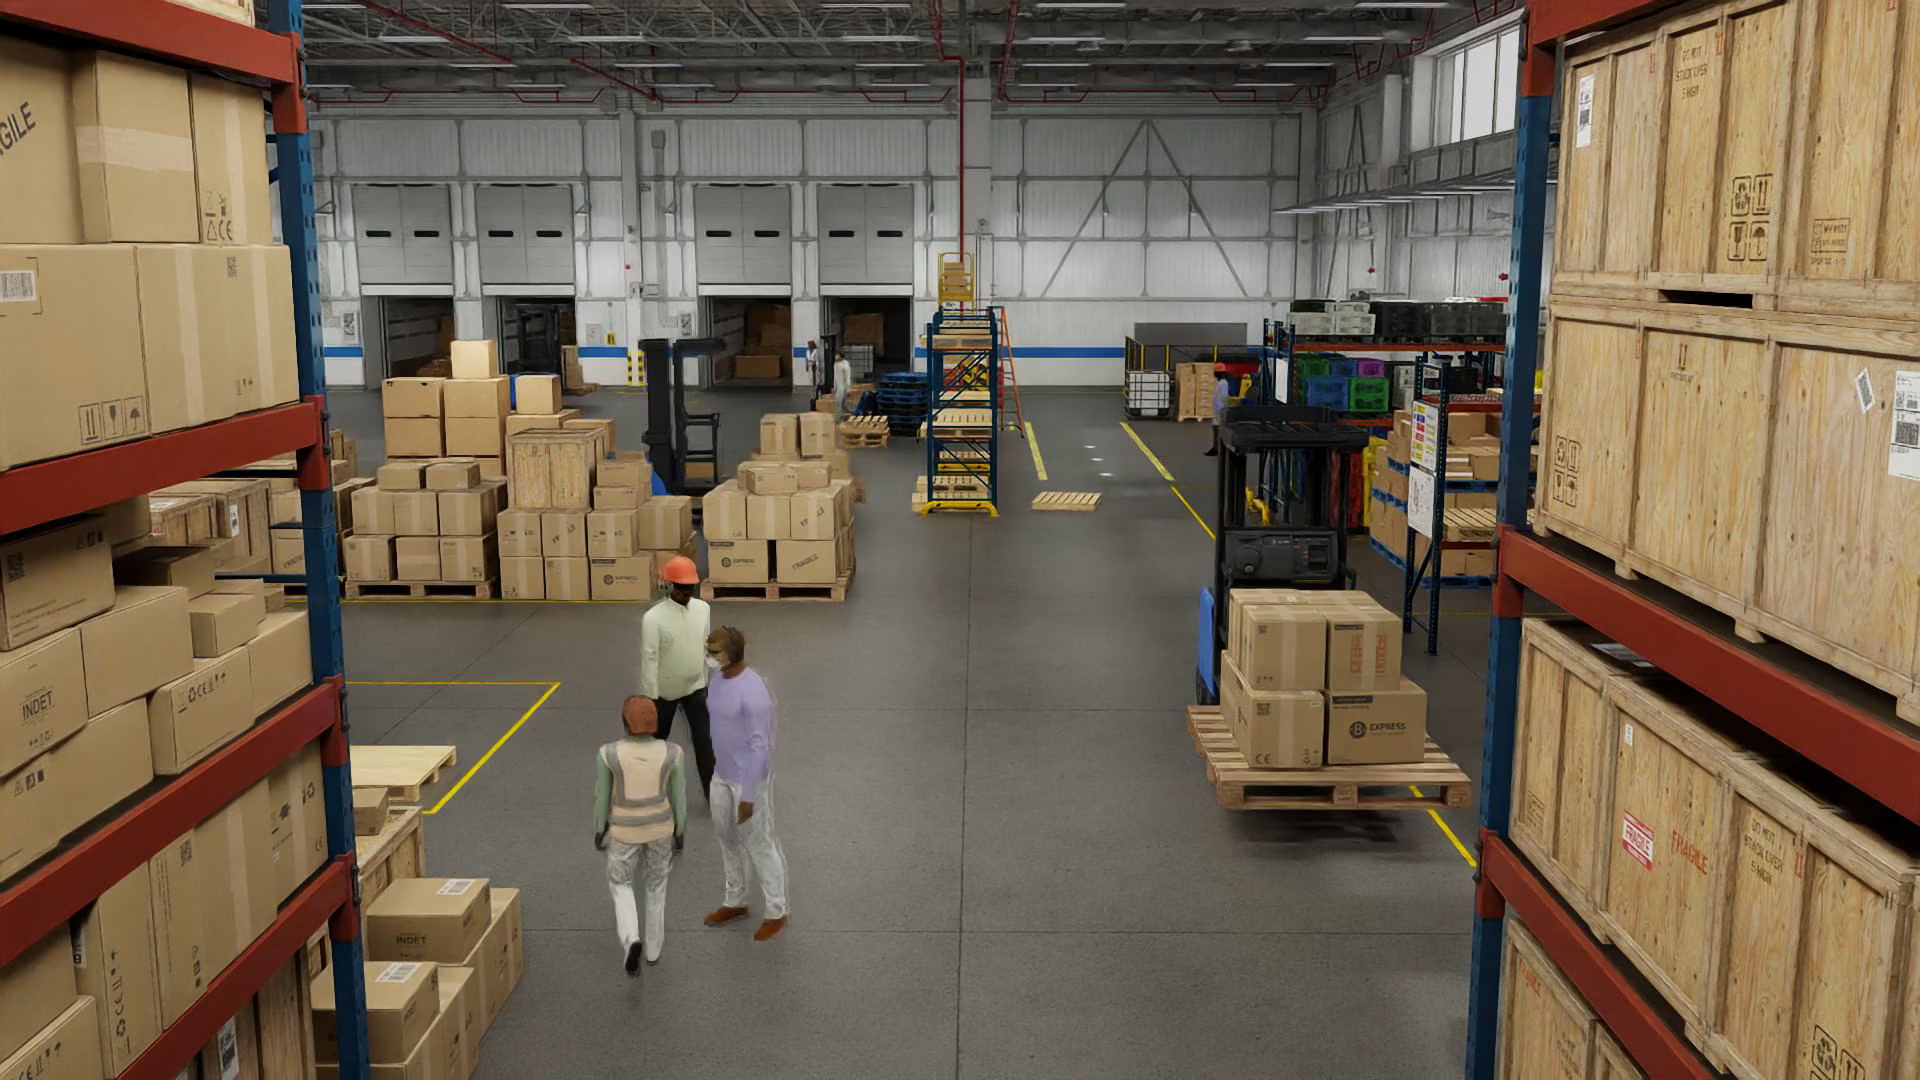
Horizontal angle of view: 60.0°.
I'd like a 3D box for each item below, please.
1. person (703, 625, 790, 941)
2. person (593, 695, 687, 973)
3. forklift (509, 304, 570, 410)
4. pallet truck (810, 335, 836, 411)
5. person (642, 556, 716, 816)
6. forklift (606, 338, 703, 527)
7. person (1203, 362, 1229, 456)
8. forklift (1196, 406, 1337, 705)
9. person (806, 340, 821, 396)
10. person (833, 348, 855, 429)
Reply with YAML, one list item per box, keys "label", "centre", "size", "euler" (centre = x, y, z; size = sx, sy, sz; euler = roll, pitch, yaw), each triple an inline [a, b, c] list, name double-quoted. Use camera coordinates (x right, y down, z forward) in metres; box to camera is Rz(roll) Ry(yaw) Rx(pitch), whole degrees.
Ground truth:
- label: "person"
  centre: [-1.286, 1.460, 10.129]
  size: [0.503, 1.932, 0.656]
  euler: [-7, 12, -36]
- label: "person"
  centre: [-1.822, 1.696, 9.520]
  size: [0.539, 1.623, 0.520]
  euler: [-3, 10, -15]
- label: "forklift"
  centre: [-10.726, -4.588, 42.170]
  size: [1.129, 2.768, 1.873]
  euler: [0, 10, 1]
- label: "pallet truck"
  centre: [-3.021, -4.312, 43.126]
  size: [1.885, 1.965, 0.823]
  euler: [3, 10, 17]
- label: "person"
  centre: [-2.094, 1.067, 12.275]
  size: [0.648, 1.944, 1.038]
  euler: [-9, 13, -43]
- label: "forklift"
  centre: [-4.555, -1.634, 25.130]
  size: [1.873, 2.768, 1.129]
  euler: [-1, 10, -7]
- label: "person"
  centre: [5.333, -2.652, 33.771]
  size: [0.694, 1.922, 0.559]
  euler: [-1, 10, -5]
- label: "forklift"
  centre: [2.694, 0.242, 14.305]
  size: [1.129, 2.768, 1.873]
  euler: [0, 10, 1]
- label: "person"
  centre: [-4.177, -4.964, 47.984]
  size: [0.546, 1.616, 0.596]
  euler: [6, 12, 32]
- label: "person"
  centre: [-2.720, -3.548, 38.965]
  size: [0.828, 1.920, 0.637]
  euler: [-5, 11, -26]
